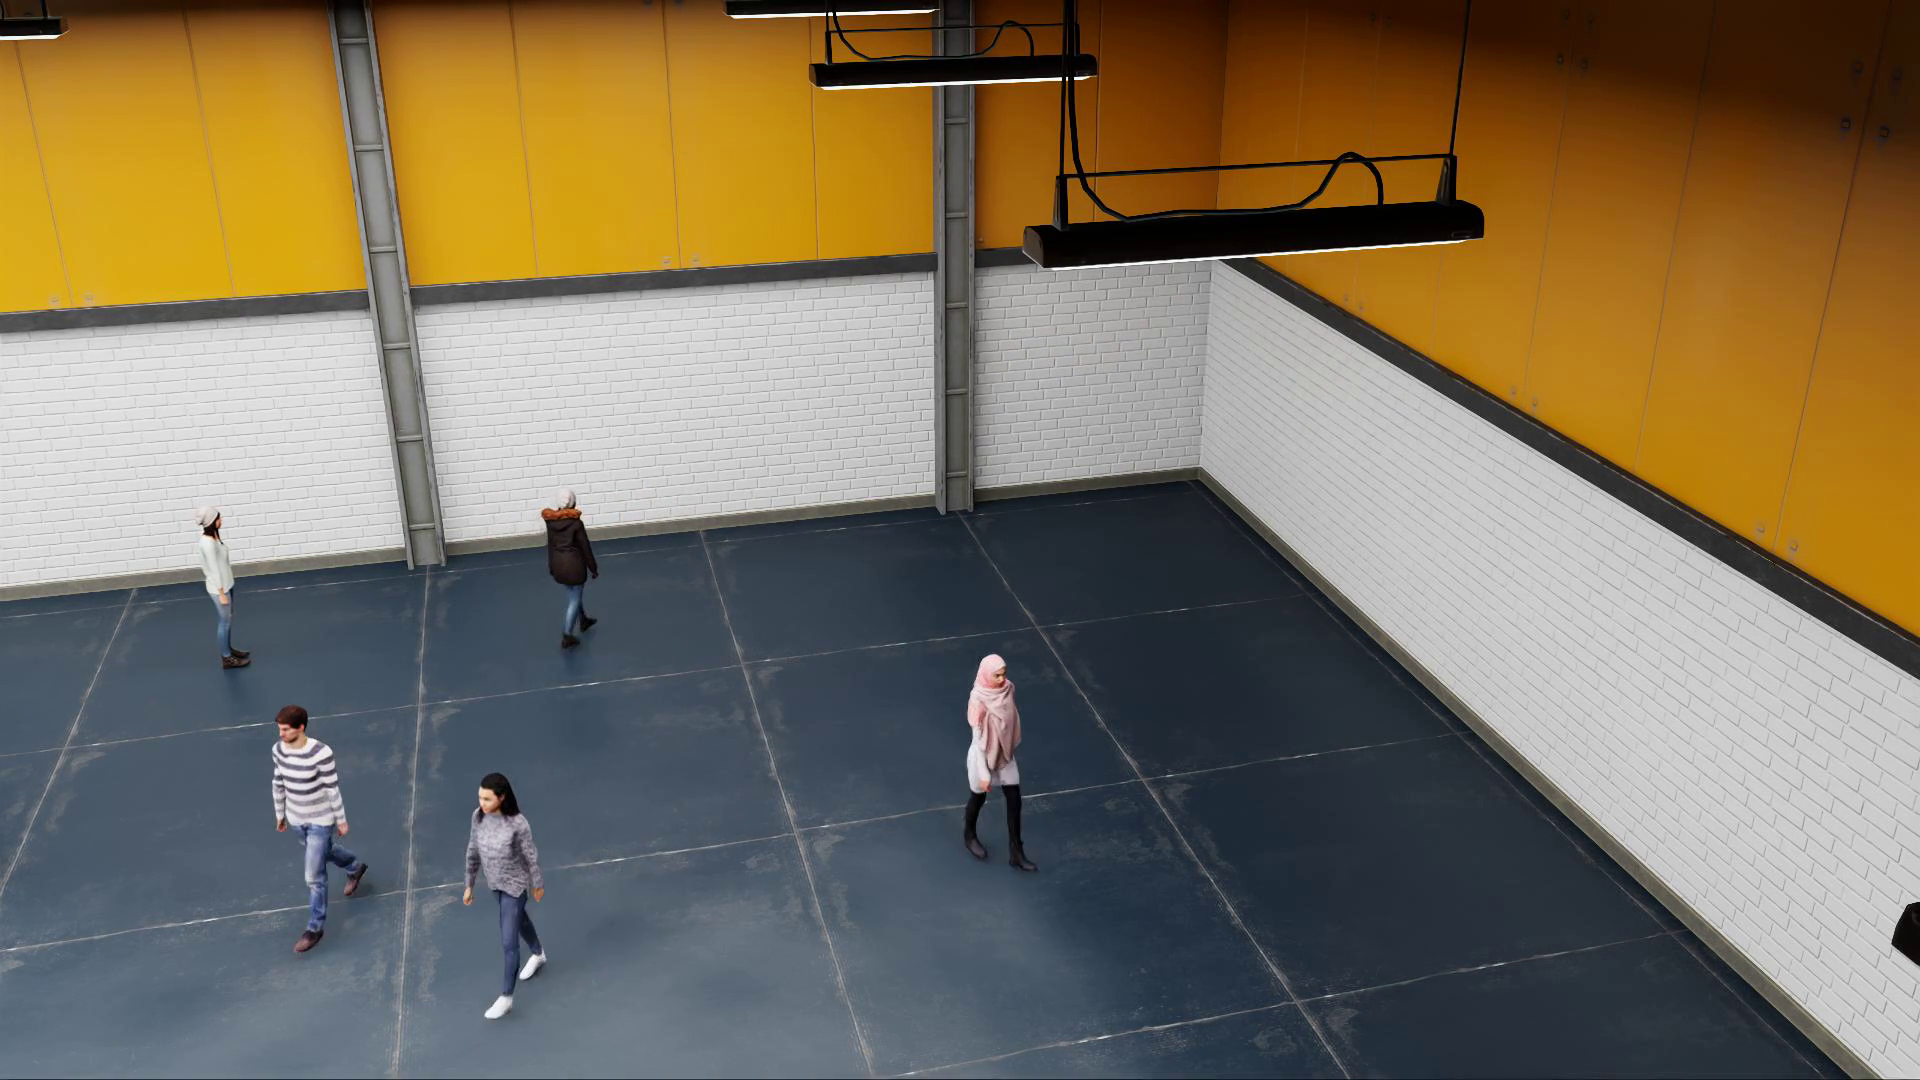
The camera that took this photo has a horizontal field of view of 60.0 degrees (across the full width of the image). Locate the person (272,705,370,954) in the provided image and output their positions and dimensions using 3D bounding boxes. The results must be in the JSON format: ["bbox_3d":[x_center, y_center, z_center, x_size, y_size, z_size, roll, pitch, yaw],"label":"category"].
[{"bbox_3d":[-4.639,1.976,12.084,1.230,1.809,1.175,9,25,19],"label":"person"}]

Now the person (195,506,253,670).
[{"bbox_3d":[-7.035,0.436,15.810,0.498,1.647,0.561,-7,25,-16],"label":"person"}]

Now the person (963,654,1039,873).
[{"bbox_3d":[0.166,1.678,12.810,1.005,1.775,0.954,-18,29,-35],"label":"person"}]

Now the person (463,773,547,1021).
[{"bbox_3d":[-3.044,2.320,11.433,1.024,1.701,1.063,11,26,24],"label":"person"}]

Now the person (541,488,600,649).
[{"bbox_3d":[-3.818,0.290,16.188,0.960,1.613,0.998,10,26,22],"label":"person"}]
